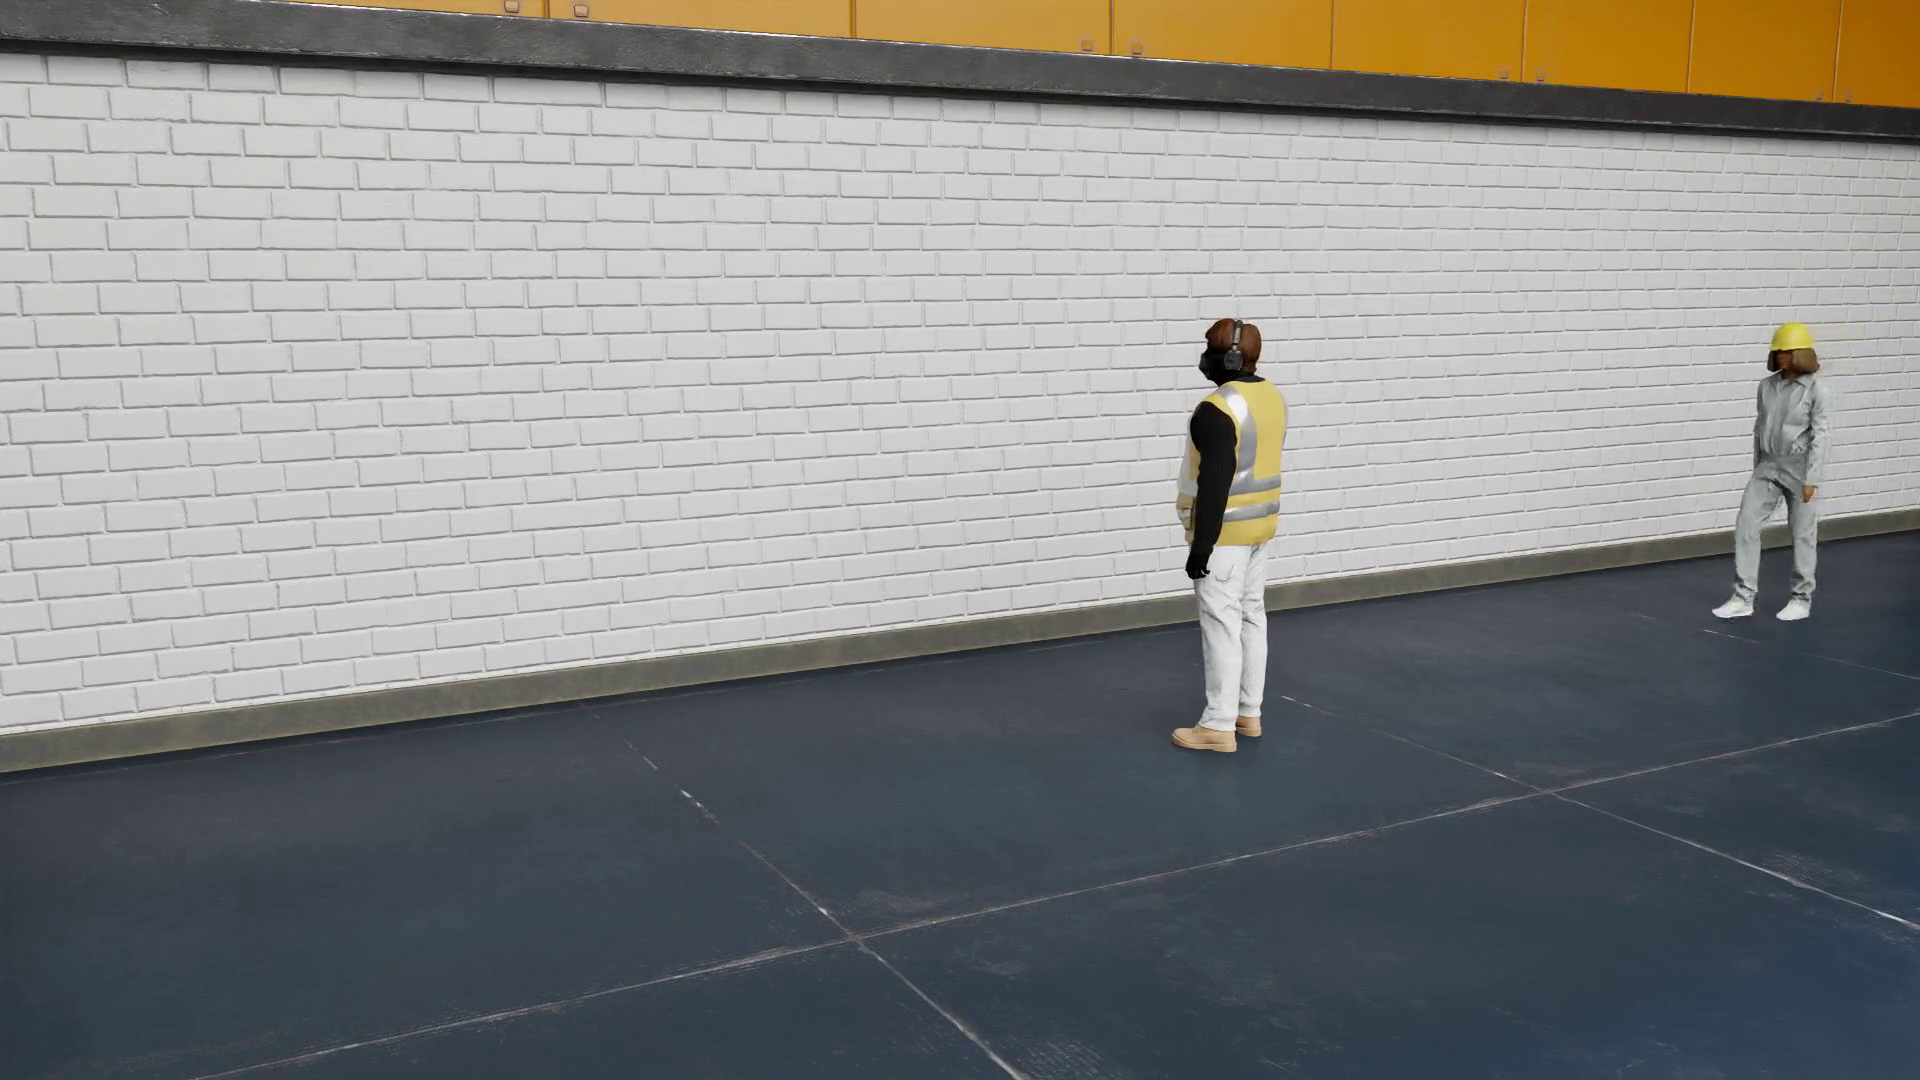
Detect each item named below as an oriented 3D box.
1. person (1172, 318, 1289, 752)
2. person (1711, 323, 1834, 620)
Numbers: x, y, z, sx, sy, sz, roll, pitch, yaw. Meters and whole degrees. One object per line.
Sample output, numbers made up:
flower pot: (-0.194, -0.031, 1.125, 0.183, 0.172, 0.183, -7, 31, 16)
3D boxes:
person: (1.144, -0.022, 7.134, 0.429, 1.846, 0.633, 7, 12, 35)
person: (4.664, -0.372, 9.493, 0.731, 1.715, 0.507, -5, 11, -26)
